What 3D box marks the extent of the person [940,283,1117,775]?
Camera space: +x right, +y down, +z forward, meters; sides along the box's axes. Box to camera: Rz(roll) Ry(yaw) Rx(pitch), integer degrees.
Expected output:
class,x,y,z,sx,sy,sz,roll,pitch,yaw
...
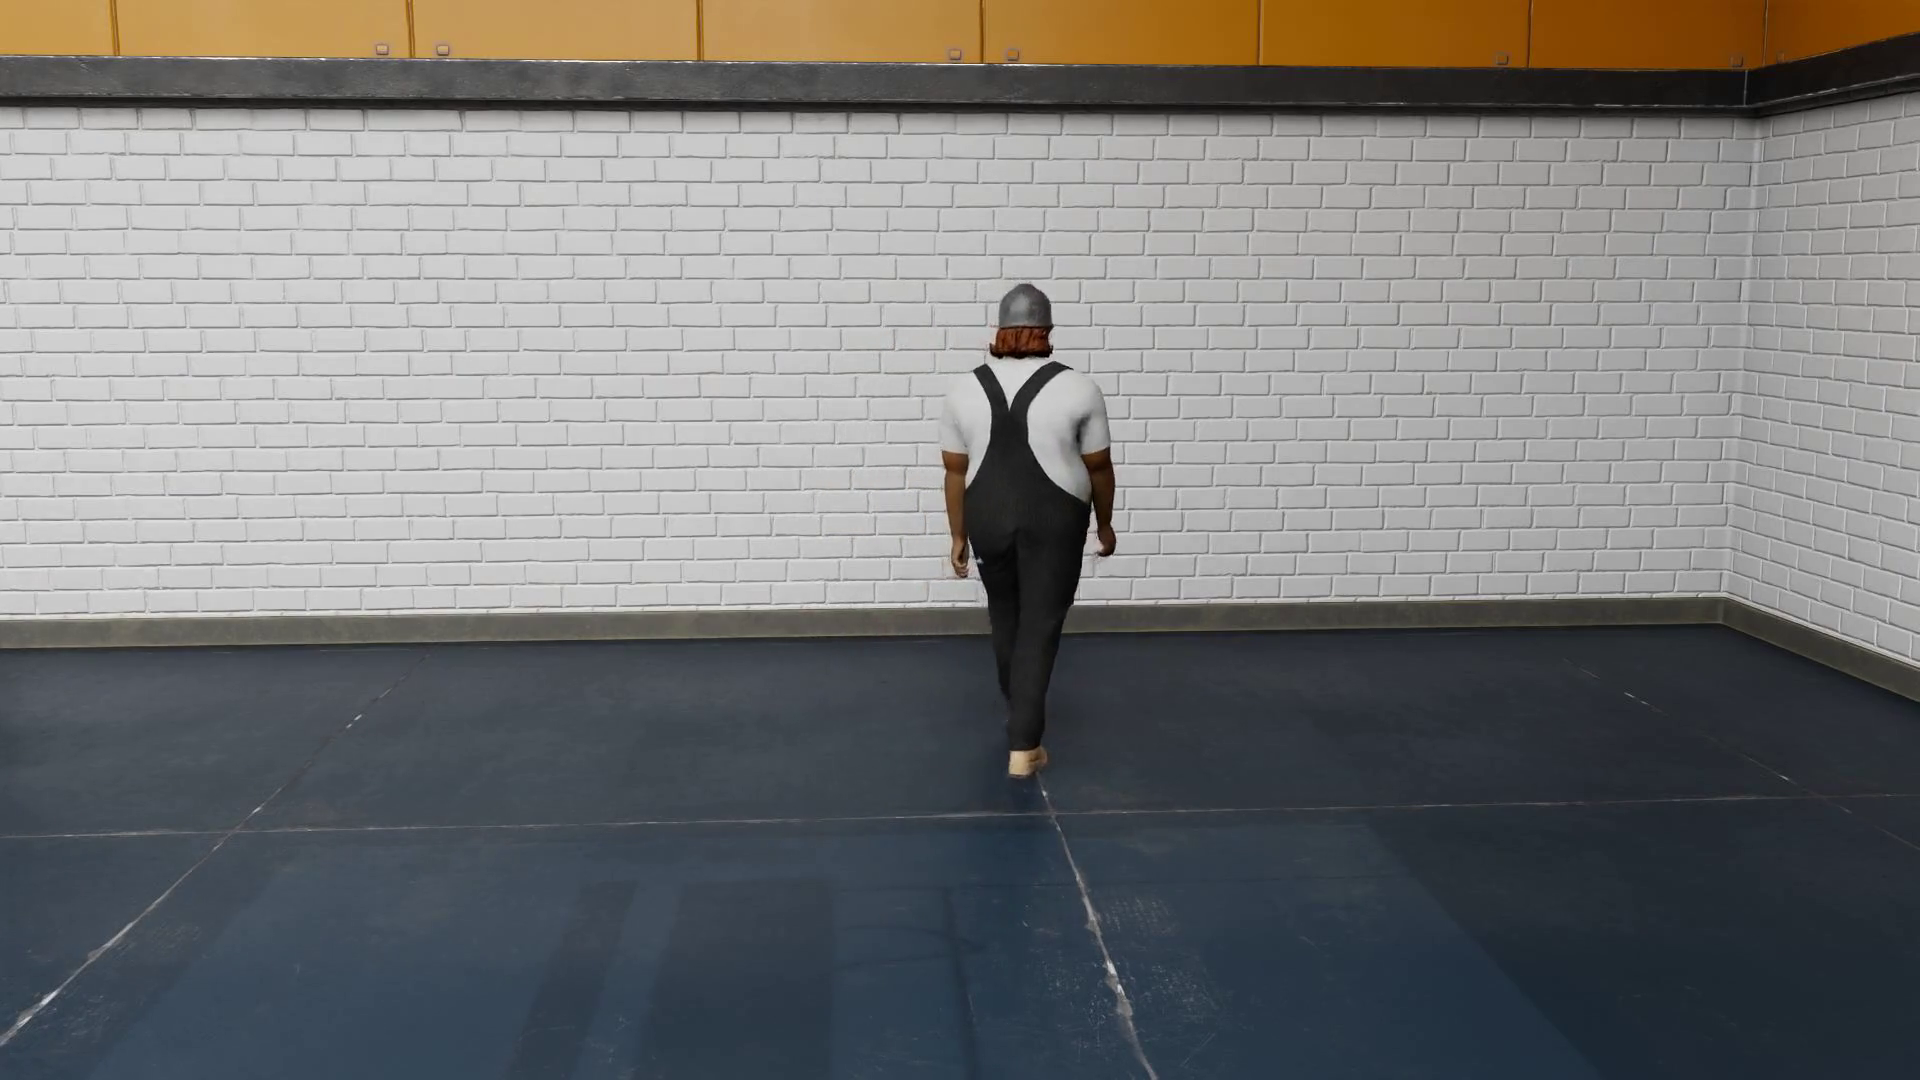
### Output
class,x,y,z,sx,sy,sz,roll,pitch,yaw
person,0.319,-0.103,7.007,0.691,2.000,0.995,4,10,23
